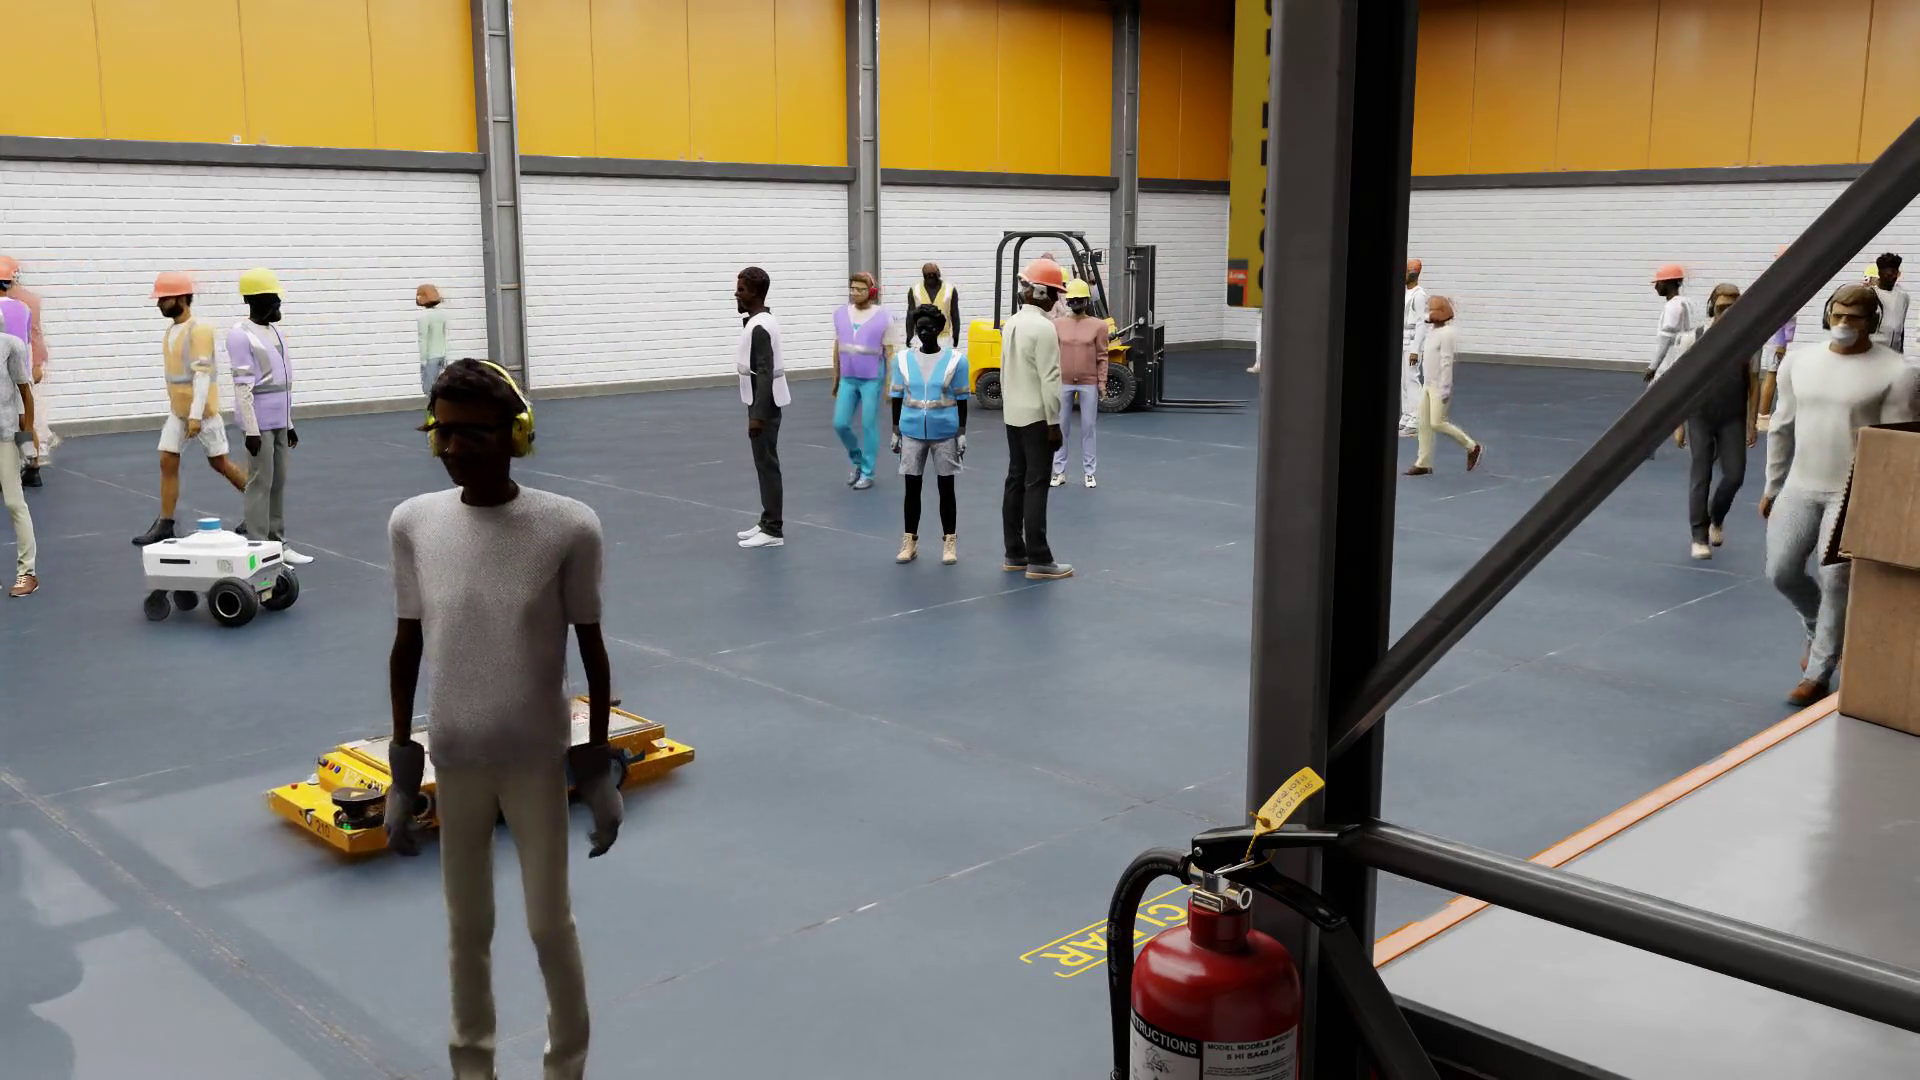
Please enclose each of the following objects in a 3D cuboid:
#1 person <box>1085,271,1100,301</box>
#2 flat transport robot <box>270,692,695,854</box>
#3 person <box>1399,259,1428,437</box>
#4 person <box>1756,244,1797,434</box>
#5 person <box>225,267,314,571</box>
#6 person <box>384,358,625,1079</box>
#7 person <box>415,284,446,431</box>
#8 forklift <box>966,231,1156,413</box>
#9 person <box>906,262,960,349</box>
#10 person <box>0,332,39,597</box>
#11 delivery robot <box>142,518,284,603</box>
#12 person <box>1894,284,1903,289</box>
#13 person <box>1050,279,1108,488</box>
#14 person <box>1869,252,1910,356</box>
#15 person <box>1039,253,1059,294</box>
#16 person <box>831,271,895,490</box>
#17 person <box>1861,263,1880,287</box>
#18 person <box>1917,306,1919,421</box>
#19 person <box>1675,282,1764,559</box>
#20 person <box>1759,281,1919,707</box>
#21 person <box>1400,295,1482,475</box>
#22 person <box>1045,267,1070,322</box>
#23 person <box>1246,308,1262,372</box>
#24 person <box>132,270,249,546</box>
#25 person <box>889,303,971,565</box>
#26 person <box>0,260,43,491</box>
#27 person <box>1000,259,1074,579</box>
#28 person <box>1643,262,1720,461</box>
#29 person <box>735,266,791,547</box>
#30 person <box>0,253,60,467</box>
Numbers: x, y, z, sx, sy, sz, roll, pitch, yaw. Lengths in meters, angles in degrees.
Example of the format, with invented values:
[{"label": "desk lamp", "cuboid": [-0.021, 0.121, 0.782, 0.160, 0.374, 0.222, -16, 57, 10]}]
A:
[{"label": "person", "cuboid": [1.997, -3.400, 25.886, 0.526, 1.601, 0.729, 8, 13, 37]}, {"label": "flat transport robot", "cuboid": [-1.791, 0.848, 6.349, 1.431, 0.197, 0.652, -10, 14, -44]}, {"label": "person", "cuboid": [4.775, -2.036, 17.672, 0.341, 1.882, 0.587, 0, 10, 2]}, {"label": "person", "cuboid": [8.860, -2.160, 17.923, 0.395, 2.038, 0.615, 4, 11, 22]}, {"label": "person", "cuboid": [-4.402, -0.759, 10.584, 0.362, 1.930, 0.587, 0, 10, 1]}, {"label": "person", "cuboid": [-1.057, 0.516, 3.816, 0.533, 1.863, 0.305, 1, 10, 4]}, {"label": "person", "cuboid": [-5.667, -1.966, 18.034, 0.605, 1.616, 0.503, 2, 11, 12]}, {"label": "forklift", "cuboid": [1.222, -2.721, 20.561, 2.313, 2.155, 1.214, 2, 11, 13]}, {"label": "person", "cuboid": [-0.336, -2.560, 20.732, 0.671, 1.809, 0.517, 0, 10, 2]}, {"label": "person", "cuboid": [-5.729, -0.583, 9.815, 0.537, 1.860, 0.314, 0, 10, 0]}, {"label": "delivery robot", "cuboid": [-4.167, 0.121, 9.282, 0.707, 0.478, 0.477, 2, 11, 9]}, {"label": "person", "cuboid": [9.909, -1.975, 18.062, 0.554, 1.609, 0.534, 3, 11, 17]}, {"label": "person", "cuboid": [0.991, -1.321, 14.098, 0.522, 1.769, 0.312, 2, 11, 11]}, {"label": "person", "cuboid": [9.160, -1.878, 16.584, 0.612, 1.963, 0.361, -2, 11, -11]}, {"label": "person", "cuboid": [1.347, -3.610, 26.338, 0.622, 1.869, 0.686, -6, 12, -29]}, {"label": "person", "cuboid": [-0.826, -1.334, 13.979, 0.609, 1.830, 0.445, 4, 11, 23]}, {"label": "person", "cuboid": [10.271, -2.222, 18.850, 0.404, 1.825, 0.587, 10, 14, 42]}, {"label": "person", "cuboid": [10.526, -2.052, 17.904, 0.404, 1.830, 0.601, 2, 11, 9]}, {"label": "person", "cuboid": [4.999, -0.783, 10.997, 0.534, 1.828, 0.454, 3, 11, 15]}, {"label": "person", "cuboid": [4.004, -0.210, 7.590, 0.571, 1.927, 0.649, -8, 13, -38]}, {"label": "person", "cuboid": [4.285, -1.355, 14.710, 0.616, 1.618, 0.506, -1, 10, -4]}, {"label": "person", "cuboid": [1.124, -2.304, 19.480, 0.324, 1.760, 0.523, 1, 10, 8]}, {"label": "person", "cuboid": [4.883, -3.494, 25.809, 0.727, 1.814, 0.626, -1, 10, -4]}, {"label": "person", "cuboid": [-5.328, -0.931, 11.634, 0.563, 1.901, 0.962, 7, 13, 35]}, {"label": "person", "cuboid": [-0.200, -0.683, 10.810, 0.539, 1.696, 0.317, 2, 11, 9]}, {"label": "person", "cuboid": [-7.983, -1.375, 13.908, 0.341, 1.942, 0.552, 2, 11, 8]}, {"label": "person", "cuboid": [0.475, -0.757, 10.425, 0.399, 1.984, 0.610, -5, 11, -24]}, {"label": "person", "cuboid": [6.785, -1.665, 15.651, 0.960, 1.899, 0.540, 4, 11, 20]}, {"label": "person", "cuboid": [-1.360, -0.911, 11.442, 0.391, 1.920, 0.587, -1, 10, -6]}, {"label": "person", "cuboid": [-8.680, -1.659, 15.372, 0.661, 1.968, 0.530, 5, 12, 25]}]
